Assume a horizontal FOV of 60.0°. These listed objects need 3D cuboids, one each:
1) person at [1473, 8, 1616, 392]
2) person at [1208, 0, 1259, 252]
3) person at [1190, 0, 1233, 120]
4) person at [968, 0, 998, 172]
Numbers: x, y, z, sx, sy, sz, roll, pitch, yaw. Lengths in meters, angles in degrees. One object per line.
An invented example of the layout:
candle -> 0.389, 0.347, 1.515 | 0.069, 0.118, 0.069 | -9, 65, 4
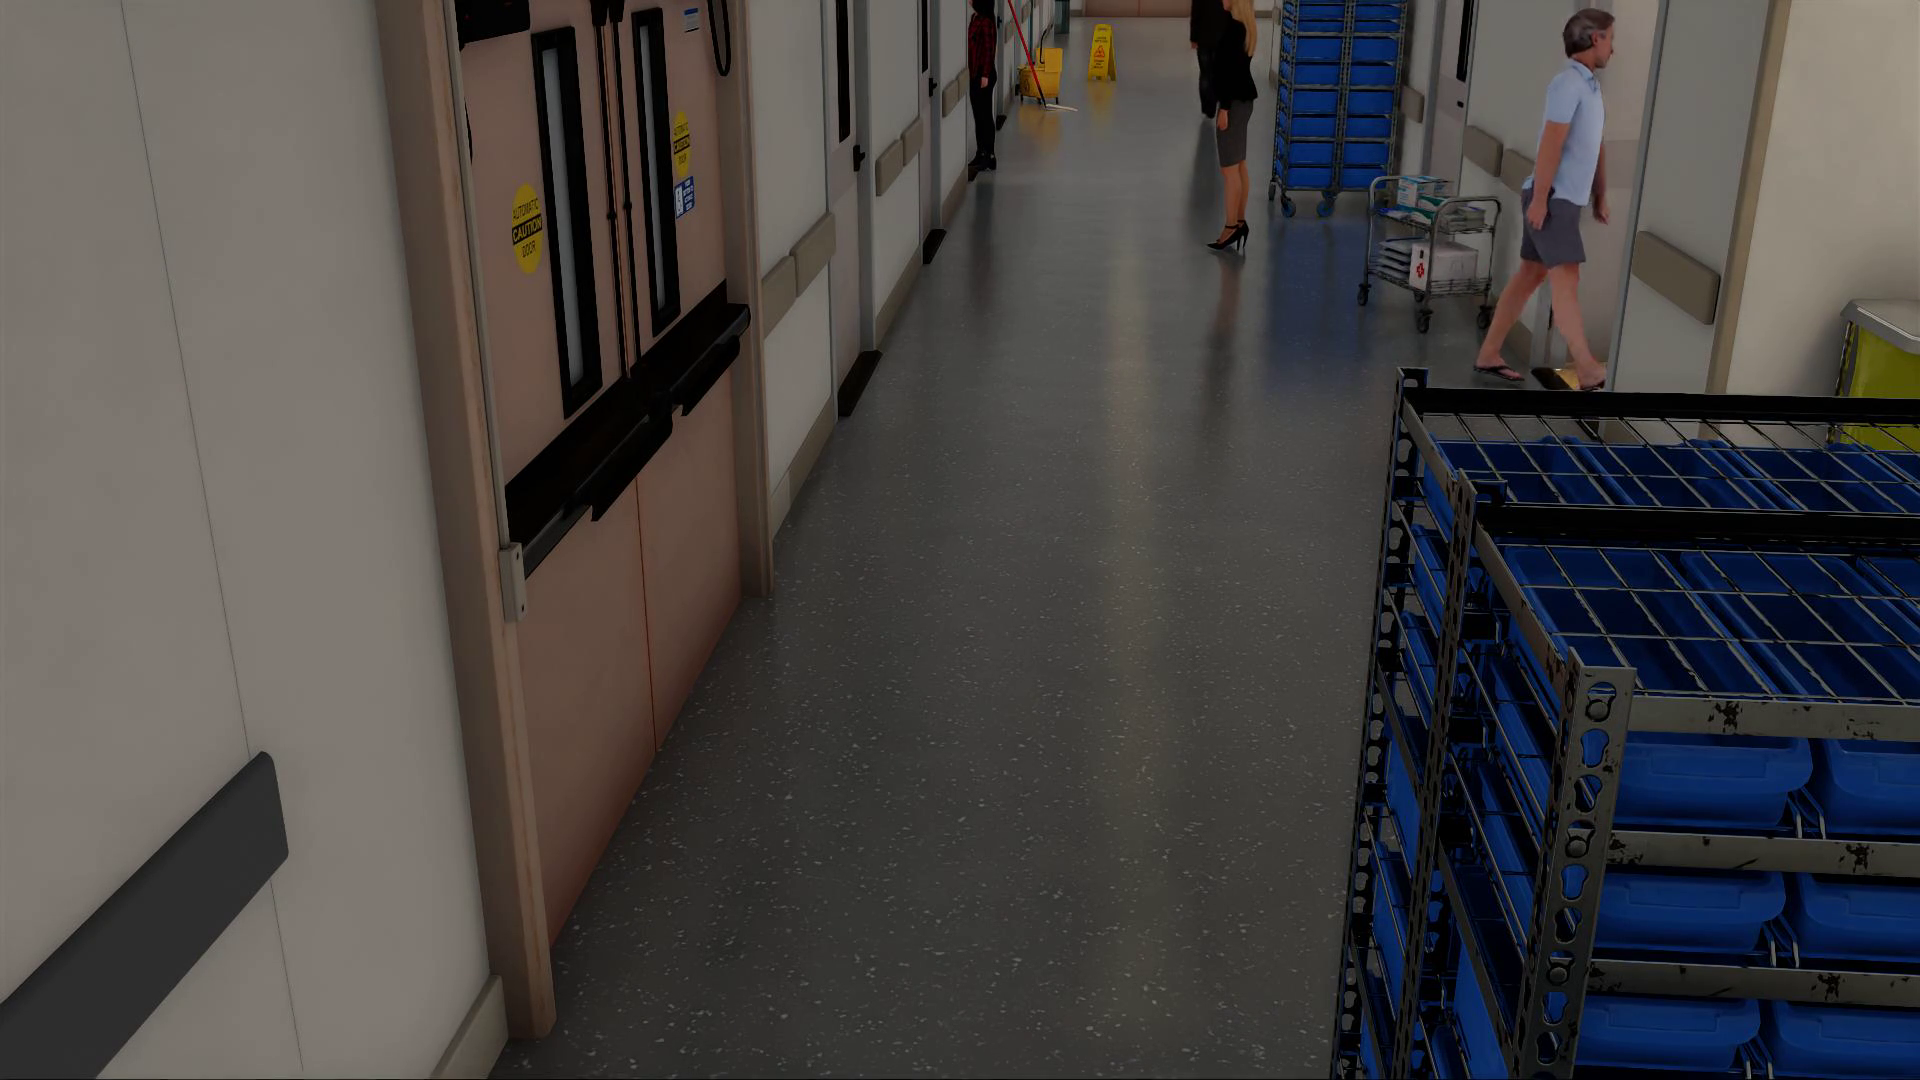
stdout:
person -> 2.814, -1.644, 8.143 | 1.047, 1.797, 1.112 | 14, 25, 33
person -> 1.907, -2.940, 11.500 | 0.713, 1.843, 0.565 | 7, 22, 18
person -> 2.847, -5.605, 18.647 | 0.730, 1.765, 1.169 | 3, 21, 8
person -> 0.206, -4.223, 15.151 | 0.719, 1.657, 0.586 | -7, 22, -18
